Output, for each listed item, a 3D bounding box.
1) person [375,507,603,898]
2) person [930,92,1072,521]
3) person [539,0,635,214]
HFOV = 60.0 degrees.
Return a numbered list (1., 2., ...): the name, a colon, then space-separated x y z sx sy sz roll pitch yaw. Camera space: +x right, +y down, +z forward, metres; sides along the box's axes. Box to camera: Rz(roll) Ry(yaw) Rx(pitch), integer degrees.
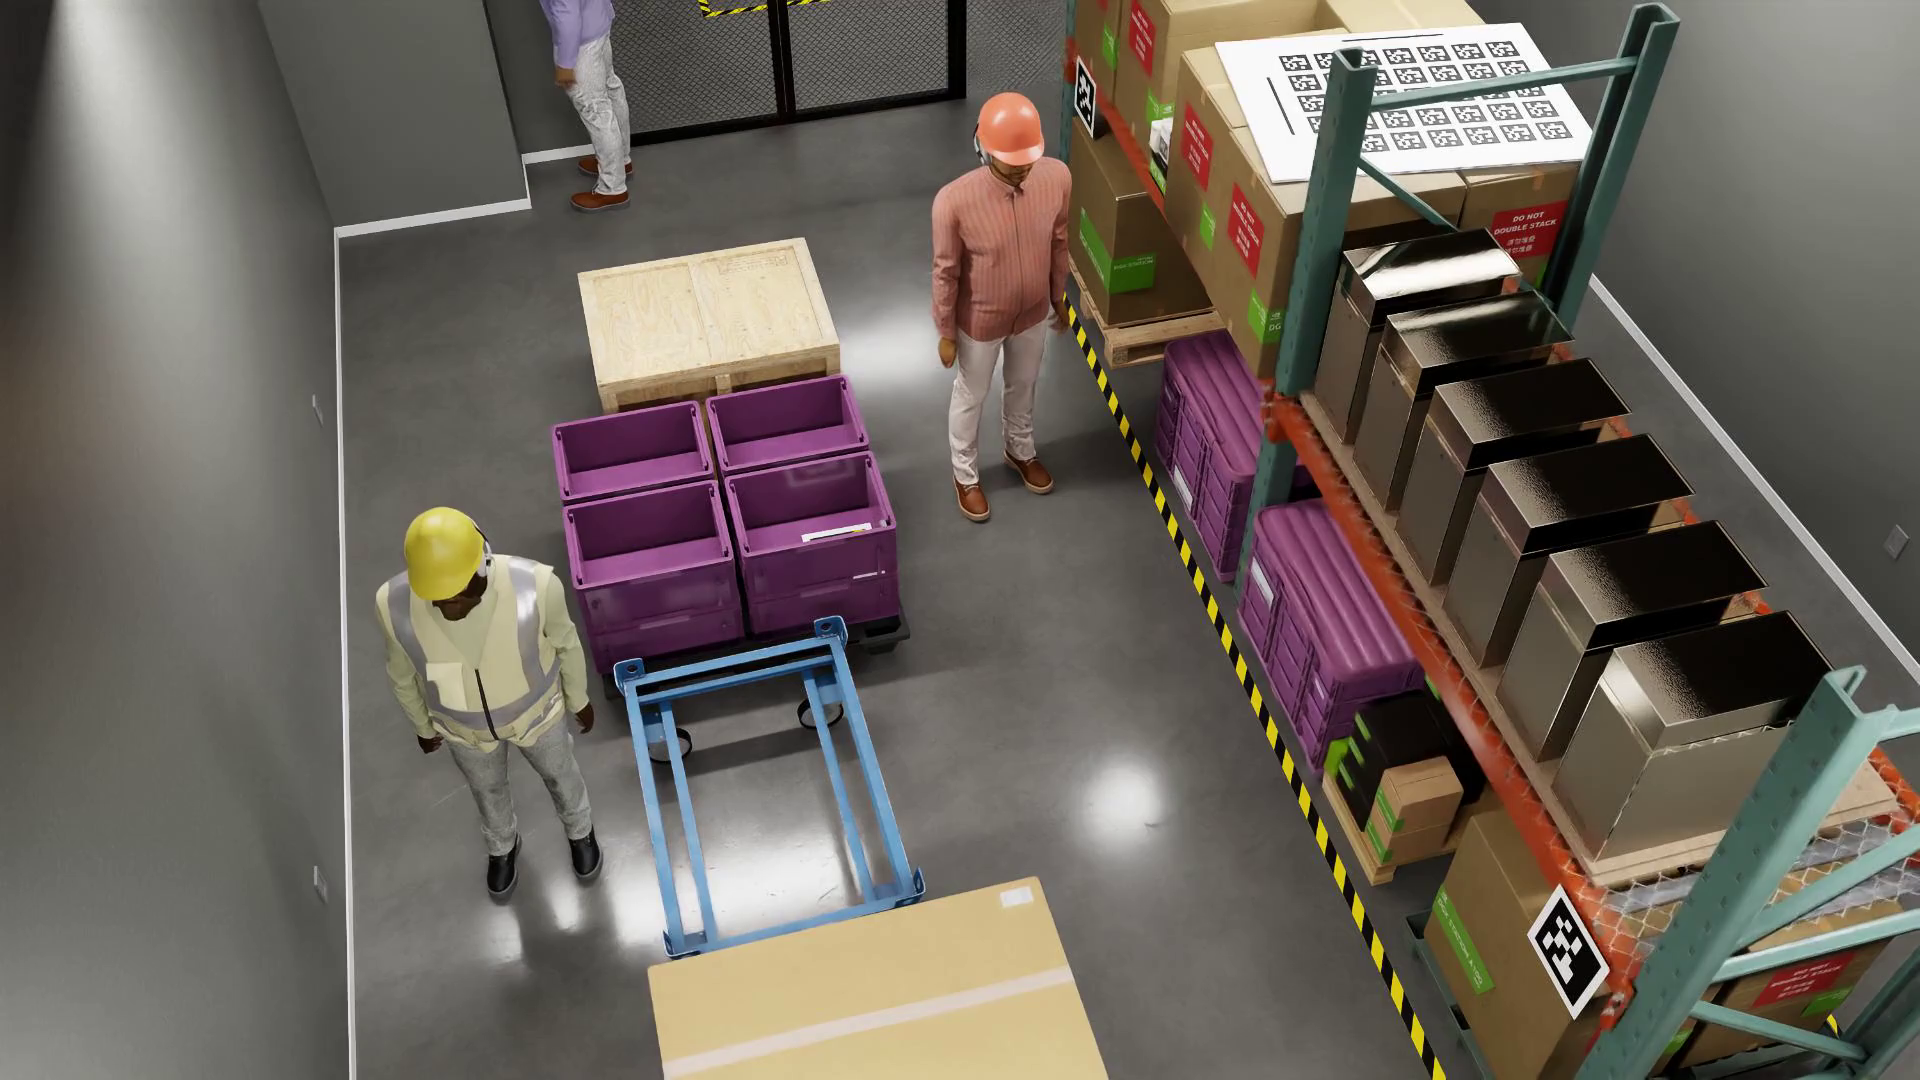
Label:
1. person: -1.511 0.550 5.452 0.602 1.830 0.404 -9 48 -8
2. person: 0.175 -0.922 6.695 0.621 1.994 0.381 -22 51 -19
3. person: -1.886 -2.507 8.189 0.372 1.941 0.627 1 47 1
